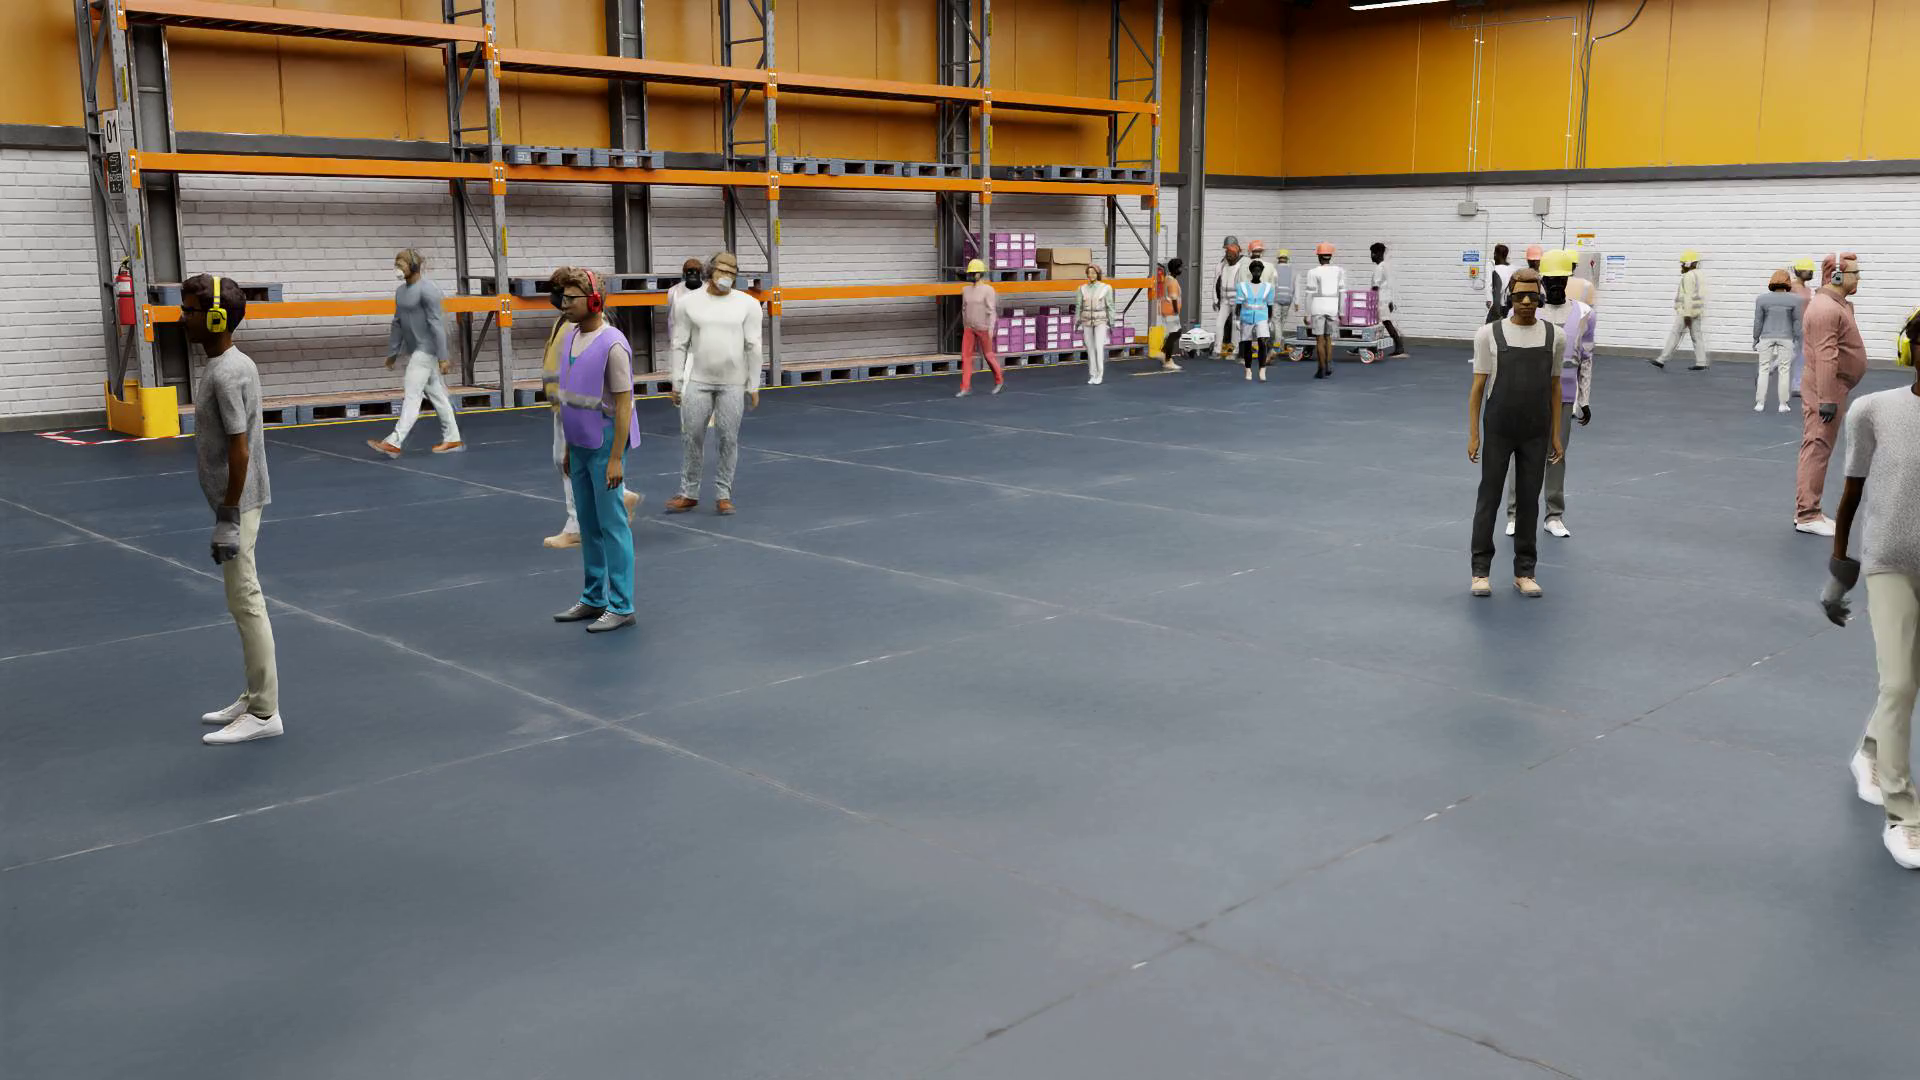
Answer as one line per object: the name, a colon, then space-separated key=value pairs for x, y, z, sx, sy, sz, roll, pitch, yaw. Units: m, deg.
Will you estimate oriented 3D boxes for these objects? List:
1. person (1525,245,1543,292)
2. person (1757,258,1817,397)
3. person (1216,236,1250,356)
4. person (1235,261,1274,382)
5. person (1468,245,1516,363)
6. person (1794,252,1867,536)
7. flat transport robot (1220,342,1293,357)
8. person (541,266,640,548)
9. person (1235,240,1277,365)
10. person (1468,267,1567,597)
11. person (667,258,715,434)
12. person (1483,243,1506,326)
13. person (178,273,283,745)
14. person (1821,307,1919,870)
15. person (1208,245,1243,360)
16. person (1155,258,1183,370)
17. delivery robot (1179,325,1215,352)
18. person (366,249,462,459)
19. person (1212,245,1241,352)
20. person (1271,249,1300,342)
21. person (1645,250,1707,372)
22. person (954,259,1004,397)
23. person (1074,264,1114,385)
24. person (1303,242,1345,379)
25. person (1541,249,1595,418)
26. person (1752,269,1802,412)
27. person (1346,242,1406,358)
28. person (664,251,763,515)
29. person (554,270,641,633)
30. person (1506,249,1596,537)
person: x=7.514 y=-2.898 z=21.781 sx=0.550 sy=1.883 sz=0.986 roll=1 pitch=10 yaw=6
person: x=10.415 y=-2.658 z=20.832 sx=0.535 sy=1.746 sz=0.582 roll=-7 pitch=12 yaw=-32
person: x=4.531 y=-4.098 z=27.890 sx=0.538 sy=2.000 sz=0.709 roll=-6 pitch=12 yaw=-32
person: x=4.066 y=-3.015 z=23.006 sx=0.540 sy=1.671 sz=0.705 roll=1 pitch=10 yaw=8
person: x=8.540 y=-3.691 z=26.120 sx=0.599 sy=1.881 sz=0.974 roll=-9 pitch=13 yaw=-39
person: x=5.920 y=-0.993 z=11.317 sx=0.410 sy=1.912 sz=0.643 roll=5 pitch=12 yaw=26
flat transport robot: x=4.960 y=-3.192 z=27.782 sx=0.652 sy=0.197 sz=1.431 roll=10 pitch=14 yaw=42
person: x=-2.442 y=-0.864 z=10.843 sx=0.578 sy=1.827 sz=0.644 roll=-4 pitch=11 yaw=-23
person: x=4.685 y=-3.706 z=26.039 sx=0.623 sy=1.966 sz=0.925 roll=-3 pitch=11 yaw=-16
person: x=3.111 y=-0.594 z=9.315 sx=0.515 sy=1.844 sz=0.329 roll=1 pitch=10 yaw=3
person: x=-2.715 y=-2.020 z=17.263 sx=0.634 sy=1.793 sz=0.970 roll=1 pitch=10 yaw=3
person: x=9.214 y=-4.149 z=28.590 sx=0.572 sy=1.886 sz=0.353 roll=-9 pitch=14 yaw=-42
person: x=-2.939 y=-0.123 z=6.672 sx=0.328 sy=1.876 sz=0.513 roll=-4 pitch=11 yaw=-23
person: x=3.235 y=0.097 z=5.620 sx=0.536 sy=1.830 sz=0.959 roll=2 pitch=11 yaw=12
person: x=4.340 y=-3.806 z=26.813 sx=0.779 sy=1.849 sz=0.608 roll=-9 pitch=14 yaw=-41
person: x=3.205 y=-3.407 z=25.079 sx=0.366 sy=1.682 sz=0.552 roll=0 pitch=10 yaw=2
delivery robot: x=3.879 y=-3.285 z=27.255 sx=0.477 sy=0.478 sz=0.707 roll=8 pitch=13 yaw=36
person: x=-5.011 y=-1.696 z=15.192 sx=1.012 sy=1.885 sz=0.645 roll=-9 pitch=14 yaw=-41
person: x=4.539 y=-3.982 z=27.795 sx=0.663 sy=1.857 sz=1.027 roll=4 pitch=11 yaw=22
person: x=5.585 y=-4.192 z=29.097 sx=0.591 sy=1.773 sz=0.862 roll=-1 pitch=10 yaw=-8
person: x=10.754 y=-3.402 z=24.772 sx=0.896 sy=1.784 sz=0.630 roll=9 pitch=14 yaw=41
person: x=0.268 y=-2.683 z=21.020 sx=0.530 sy=1.732 sz=0.873 roll=7 pitch=13 yaw=35
person: x=1.797 y=-2.908 z=22.529 sx=0.540 sy=1.625 sz=0.587 roll=5 pitch=11 yaw=24
person: x=5.124 y=-3.244 z=23.543 sx=0.569 sy=1.924 sz=0.497 roll=-2 pitch=11 yaw=-12
person: x=6.798 y=-2.323 z=18.677 sx=0.607 sy=1.875 sz=1.008 roll=2 pitch=11 yaw=9
person: x=9.387 y=-2.288 z=19.130 sx=0.499 sy=1.633 sz=0.279 roll=6 pitch=12 yaw=29
person: x=6.991 y=-3.983 z=27.657 sx=1.034 sy=1.905 sz=0.614 roll=5 pitch=12 yaw=27
person: x=-1.779 y=-1.121 z=12.048 sx=0.728 sy=1.914 sz=0.342 roll=0 pitch=10 yaw=0
person: x=-1.864 y=-0.458 z=8.570 sx=0.387 sy=1.846 sz=0.566 roll=-9 pitch=14 yaw=-40
person: x=3.946 y=-0.975 z=11.170 sx=0.585 sy=1.928 sz=0.369 roll=1 pitch=10 yaw=5
